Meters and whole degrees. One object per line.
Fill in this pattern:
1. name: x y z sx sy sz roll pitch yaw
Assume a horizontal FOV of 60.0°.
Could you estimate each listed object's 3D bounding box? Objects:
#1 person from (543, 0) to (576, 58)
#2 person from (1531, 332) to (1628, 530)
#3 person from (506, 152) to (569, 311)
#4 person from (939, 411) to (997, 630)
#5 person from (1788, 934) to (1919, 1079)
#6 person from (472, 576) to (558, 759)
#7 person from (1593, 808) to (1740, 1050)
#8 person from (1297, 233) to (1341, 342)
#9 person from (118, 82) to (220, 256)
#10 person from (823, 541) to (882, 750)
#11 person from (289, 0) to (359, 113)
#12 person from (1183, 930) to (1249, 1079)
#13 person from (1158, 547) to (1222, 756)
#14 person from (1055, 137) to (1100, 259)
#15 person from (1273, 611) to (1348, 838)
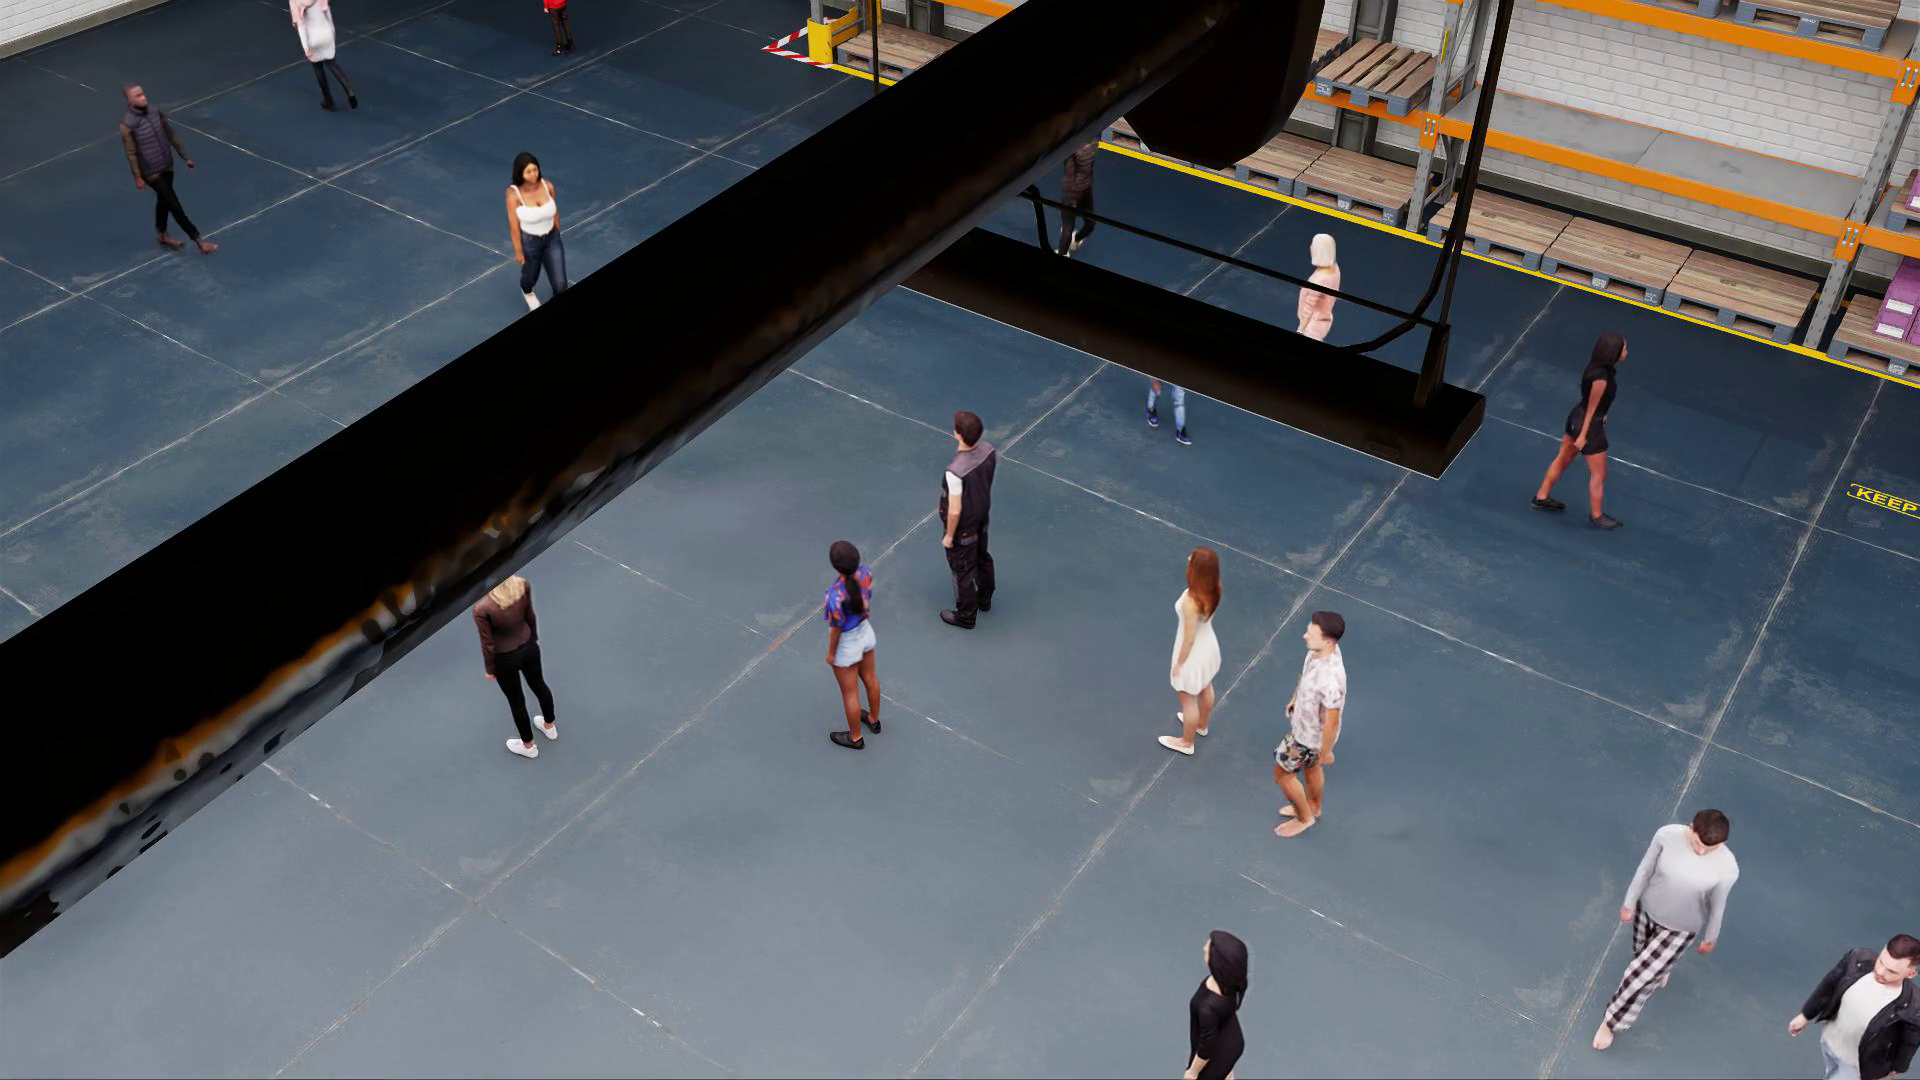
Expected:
1. person: -5.057 -6.715 20.814 0.483 1.281 0.491 25 45 28
2. person: 4.862 -0.886 13.167 1.016 1.716 0.784 12 40 14
3. person: -3.969 -2.772 15.483 0.948 1.774 1.255 -21 43 -24
4. person: 0.065 -0.152 12.142 0.558 1.848 0.635 25 45 28
5. person: 4.740 2.624 8.704 1.153 1.801 1.189 -12 40 -14
6. person: -2.979 0.759 11.118 0.497 1.703 0.598 25 45 28
7. person: 4.041 2.062 9.409 0.880 1.800 1.125 -31 48 -33
8. person: 3.139 -1.834 14.354 0.634 1.716 0.630 19 42 22
9. person: -8.091 -3.712 16.642 1.181 1.796 0.911 12 40 14
10. person: -0.721 0.692 11.166 0.507 1.746 0.584 25 45 28
11. person: -7.350 -5.762 19.212 0.917 1.792 0.662 26 46 29
12. person: 1.321 2.670 8.645 0.488 1.803 0.580 25 45 28
13. person: 1.581 0.734 11.142 0.526 1.712 0.552 25 45 28
14. person: 1.080 -3.502 16.489 0.673 1.659 0.784 24 45 27
15. person: 2.336 1.160 10.537 0.805 1.802 0.790 5 39 6
